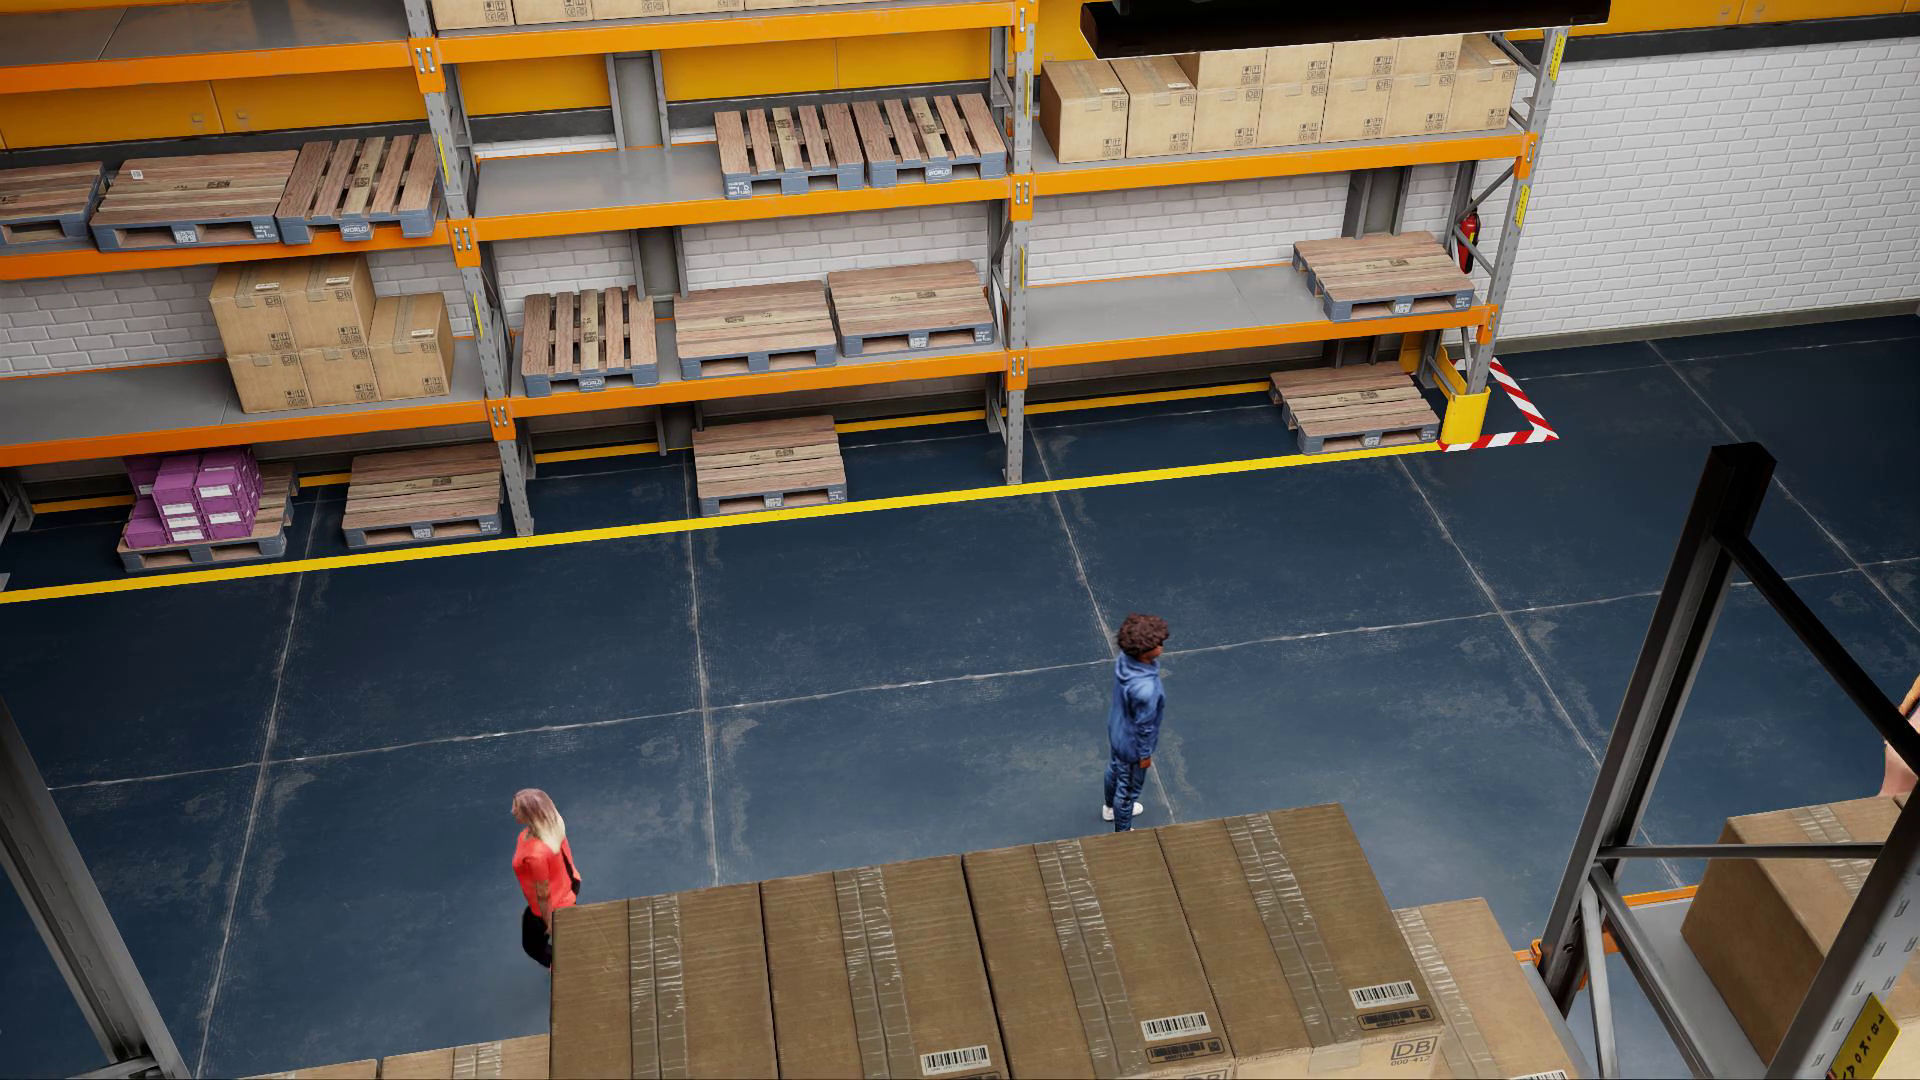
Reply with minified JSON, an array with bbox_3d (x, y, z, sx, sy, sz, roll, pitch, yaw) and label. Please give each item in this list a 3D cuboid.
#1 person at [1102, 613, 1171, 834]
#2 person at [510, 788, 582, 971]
[{"bbox_3d":[1.080,1.177,10.358,0.554,1.809,0.676,-5,39,-6],"label":"person"},{"bbox_3d":[-2.208,2.013,9.412,0.706,1.684,0.668,1,39,2],"label":"person"}]
